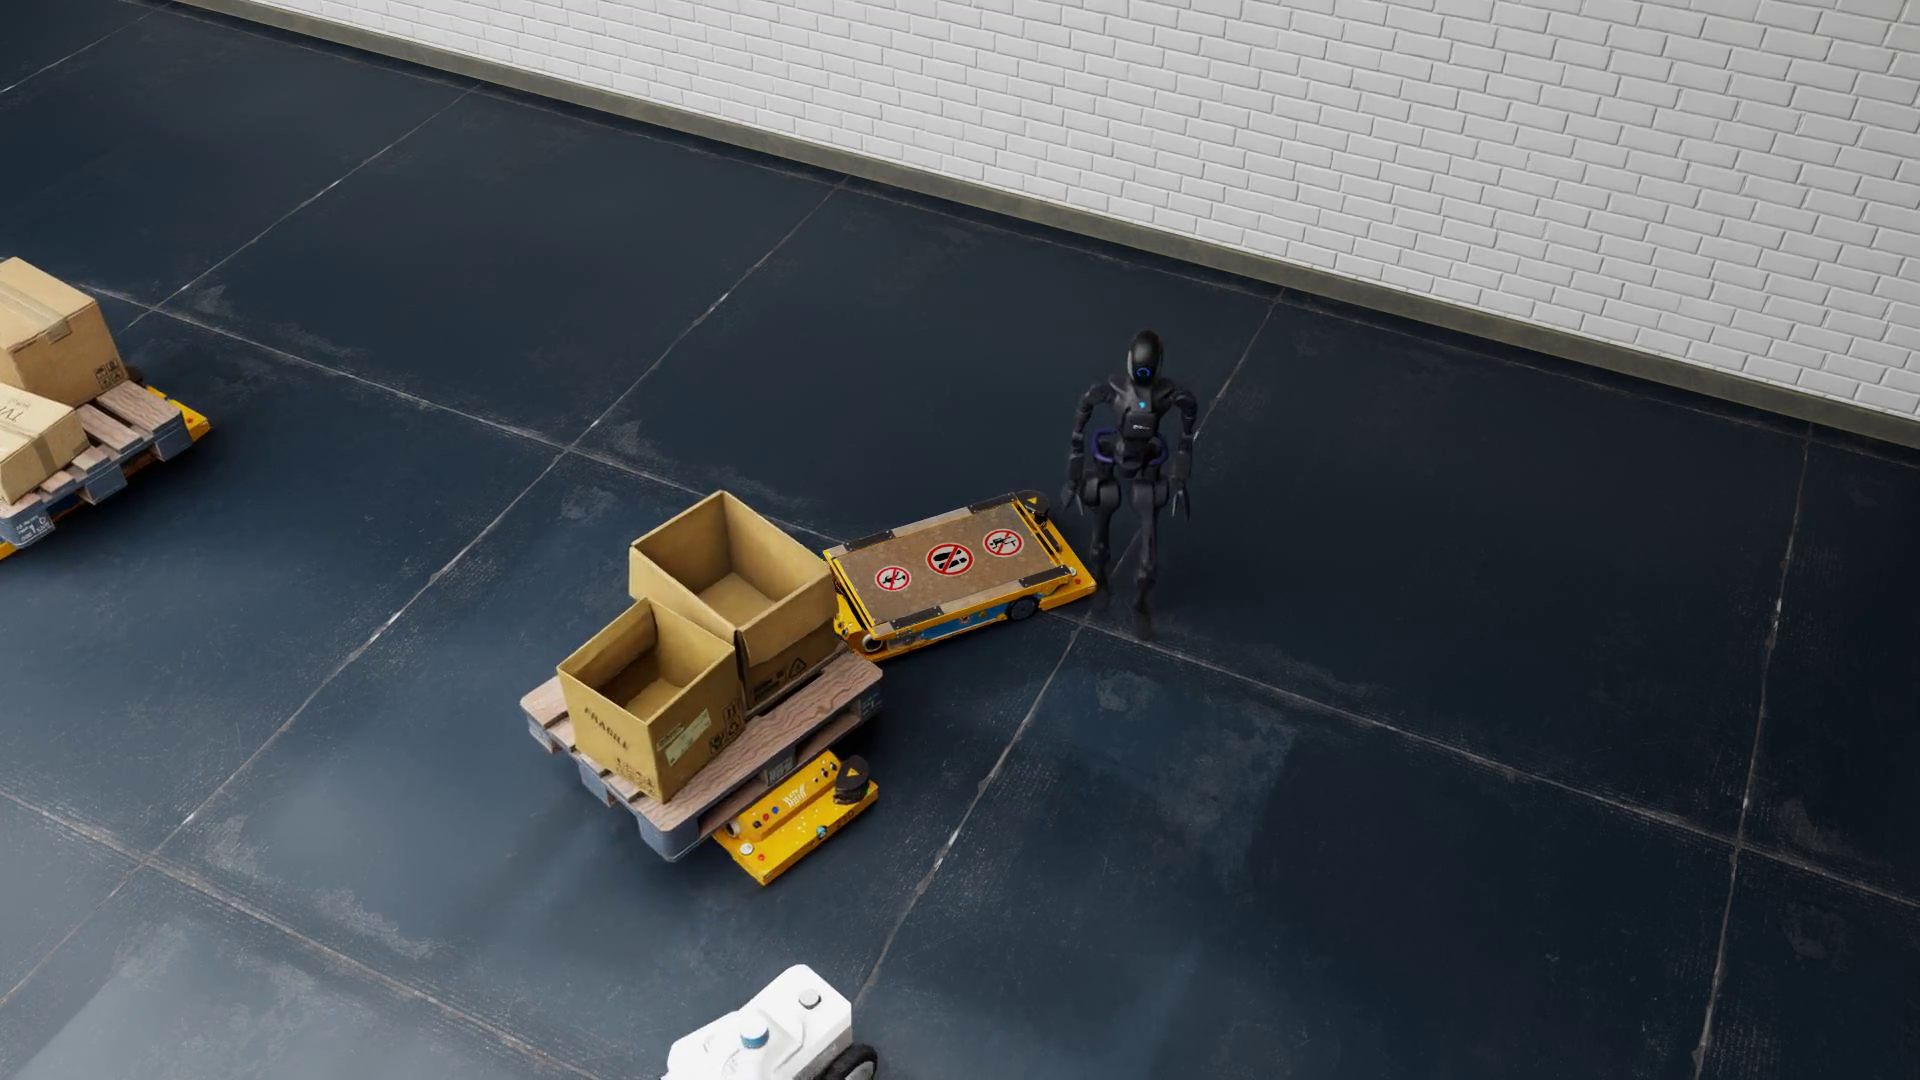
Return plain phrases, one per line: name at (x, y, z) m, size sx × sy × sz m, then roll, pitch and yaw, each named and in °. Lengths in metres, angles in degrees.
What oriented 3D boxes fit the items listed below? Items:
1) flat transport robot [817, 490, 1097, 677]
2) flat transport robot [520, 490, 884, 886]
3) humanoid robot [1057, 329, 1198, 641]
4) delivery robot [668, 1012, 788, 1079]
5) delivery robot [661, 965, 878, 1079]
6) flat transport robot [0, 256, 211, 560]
flat transport robot at (-0.120, 0.201, 8.038) m, size 1.431 × 0.231 × 0.659 m, roll -17°, pitch 46°, yaw -18°
flat transport robot at (-1.078, 0.869, 7.318) m, size 1.431 × 0.231 × 0.659 m, roll 34°, pitch 52°, yaw 31°
humanoid robot at (0.753, -0.258, 7.502) m, size 0.612 × 1.641 × 0.492 m, roll 0°, pitch 43°, yaw -1°
delivery robot at (-0.719, 2.071, 5.822) m, size 0.499 × 0.609 × 0.805 m, roll -23°, pitch 48°, yaw -23°
delivery robot at (-0.722, 1.905, 5.982) m, size 0.499 × 0.586 × 0.765 m, roll 32°, pitch 52°, yaw 30°
flat transport robot at (-4.730, -0.384, 8.669) m, size 0.659 × 0.231 × 1.431 m, roll 25°, pitch 48°, yaw 25°
